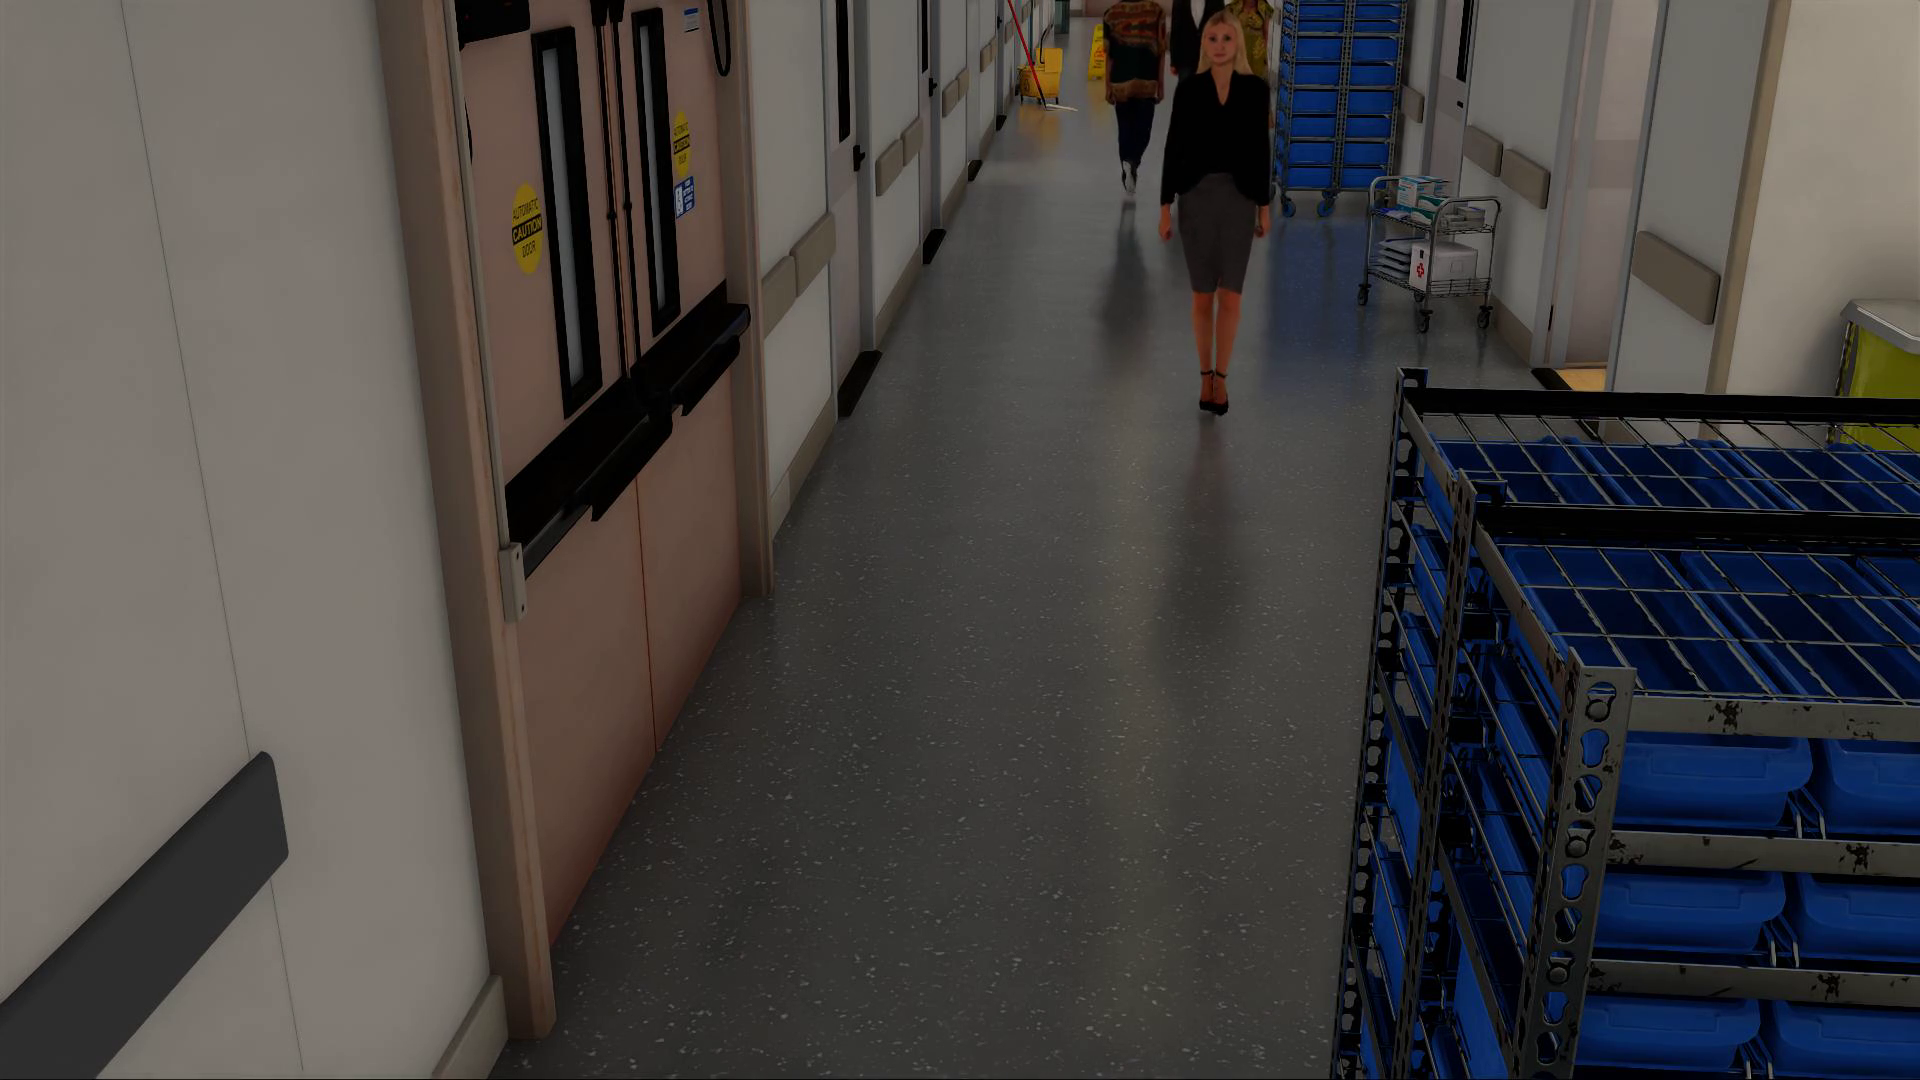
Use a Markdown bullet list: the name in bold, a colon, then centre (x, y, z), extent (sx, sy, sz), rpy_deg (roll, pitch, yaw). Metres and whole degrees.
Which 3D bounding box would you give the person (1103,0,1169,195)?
- **person**: centre (1.420, -3.714, 13.565), extent (0.786, 1.787, 1.116), rpy_deg (5, 21, 12)

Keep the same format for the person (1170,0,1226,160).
- **person**: centre (2.259, -4.553, 15.848), extent (0.700, 1.779, 1.061), rpy_deg (2, 21, 6)

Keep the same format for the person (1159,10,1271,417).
- **person**: centre (1.180, -1.475, 7.657), extent (0.673, 1.824, 0.702), rpy_deg (3, 21, 9)

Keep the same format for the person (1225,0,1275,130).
- **person**: centre (2.979, -5.054, 17.342), extent (0.853, 1.658, 0.768), rpy_deg (0, 21, 1)
